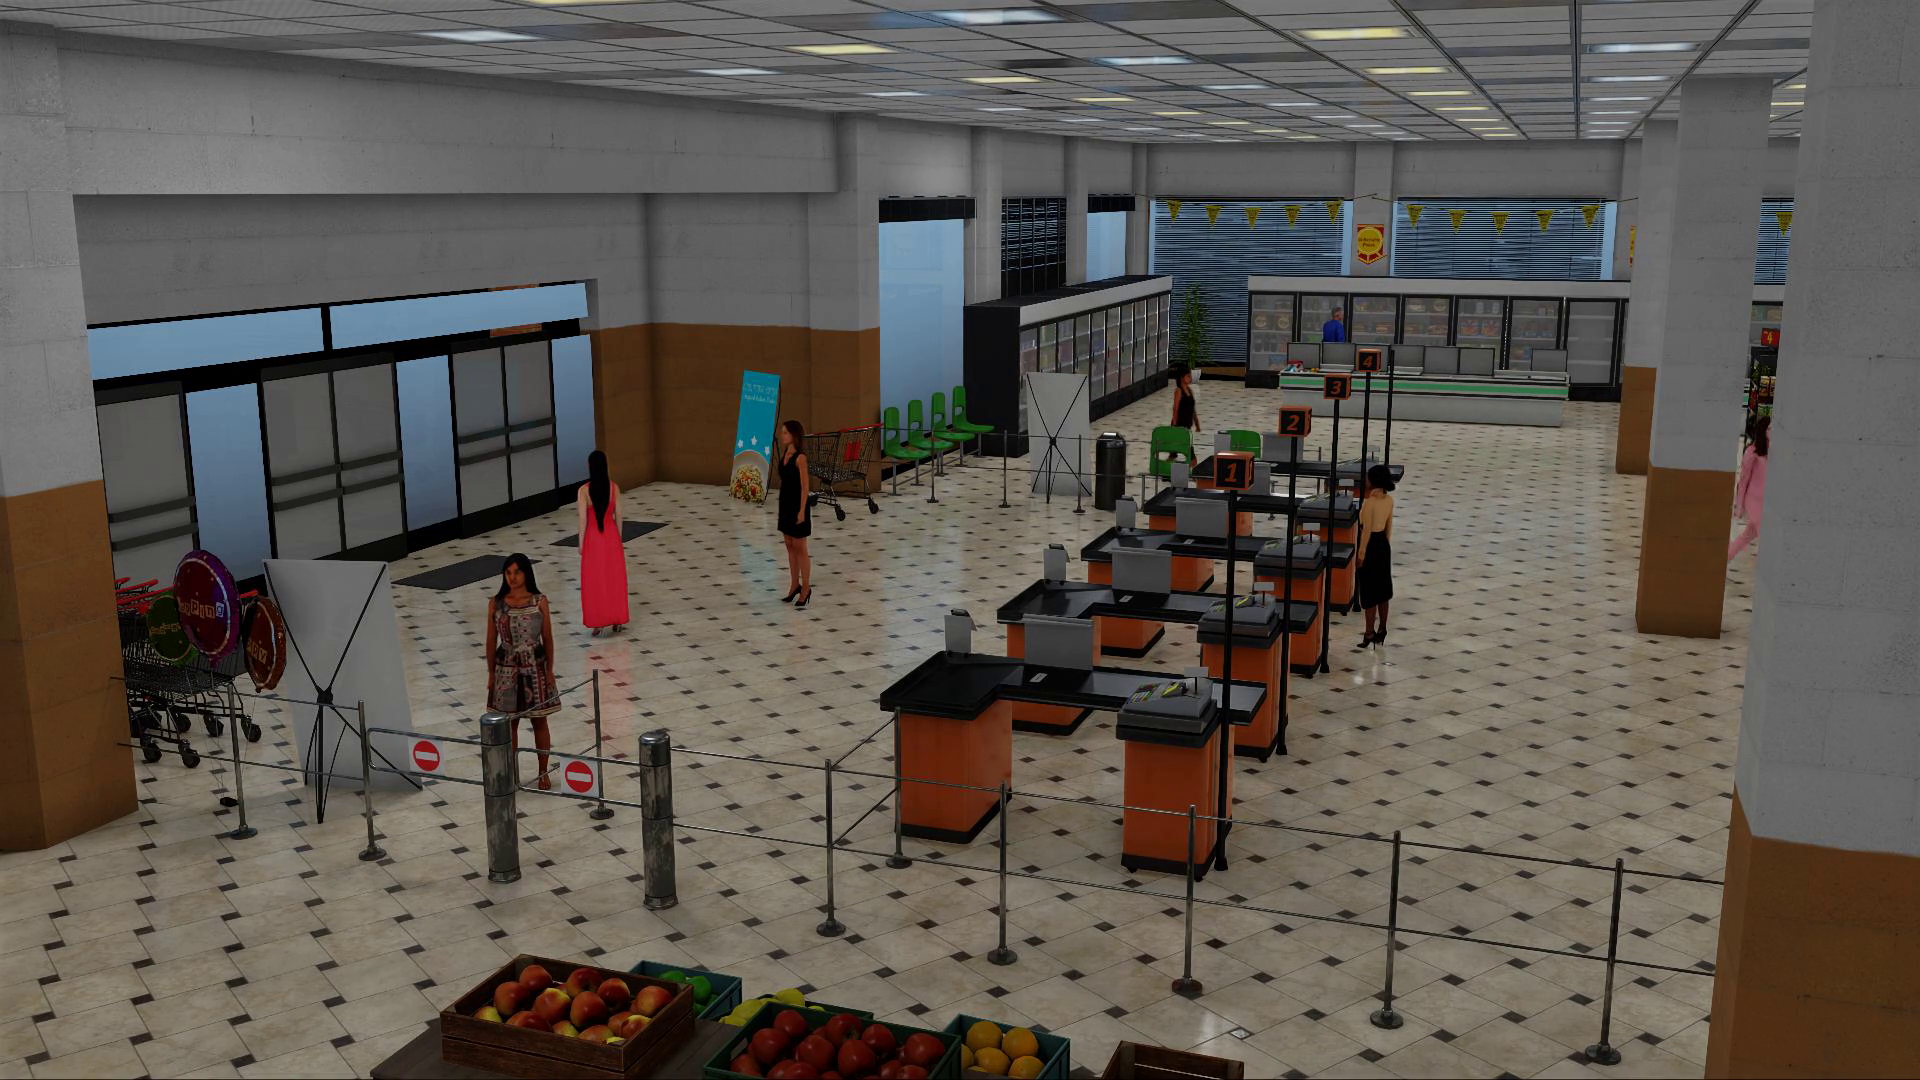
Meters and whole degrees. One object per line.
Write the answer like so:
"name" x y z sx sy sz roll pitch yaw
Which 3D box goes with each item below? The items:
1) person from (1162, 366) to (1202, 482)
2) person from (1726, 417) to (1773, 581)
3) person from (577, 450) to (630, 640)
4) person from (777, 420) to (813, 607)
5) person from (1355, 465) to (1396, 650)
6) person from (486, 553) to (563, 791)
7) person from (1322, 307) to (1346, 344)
"person" 3.009 -1.575 23.063 1.067 1.632 0.736 7 14 31
"person" 8.083 -0.362 16.987 1.101 1.763 1.150 -5 13 -23
"person" -3.276 0.035 15.192 0.711 1.725 0.747 -8 14 -33
"person" -1.626 -0.262 16.340 0.726 1.834 0.630 -9 15 -36
"person" 3.700 0.145 14.847 0.660 1.653 0.690 -10 15 -39
"person" -2.979 0.891 11.322 0.642 1.645 0.784 -2 12 -8
"person" 7.210 -3.582 32.121 0.821 1.827 0.775 -5 13 -23
